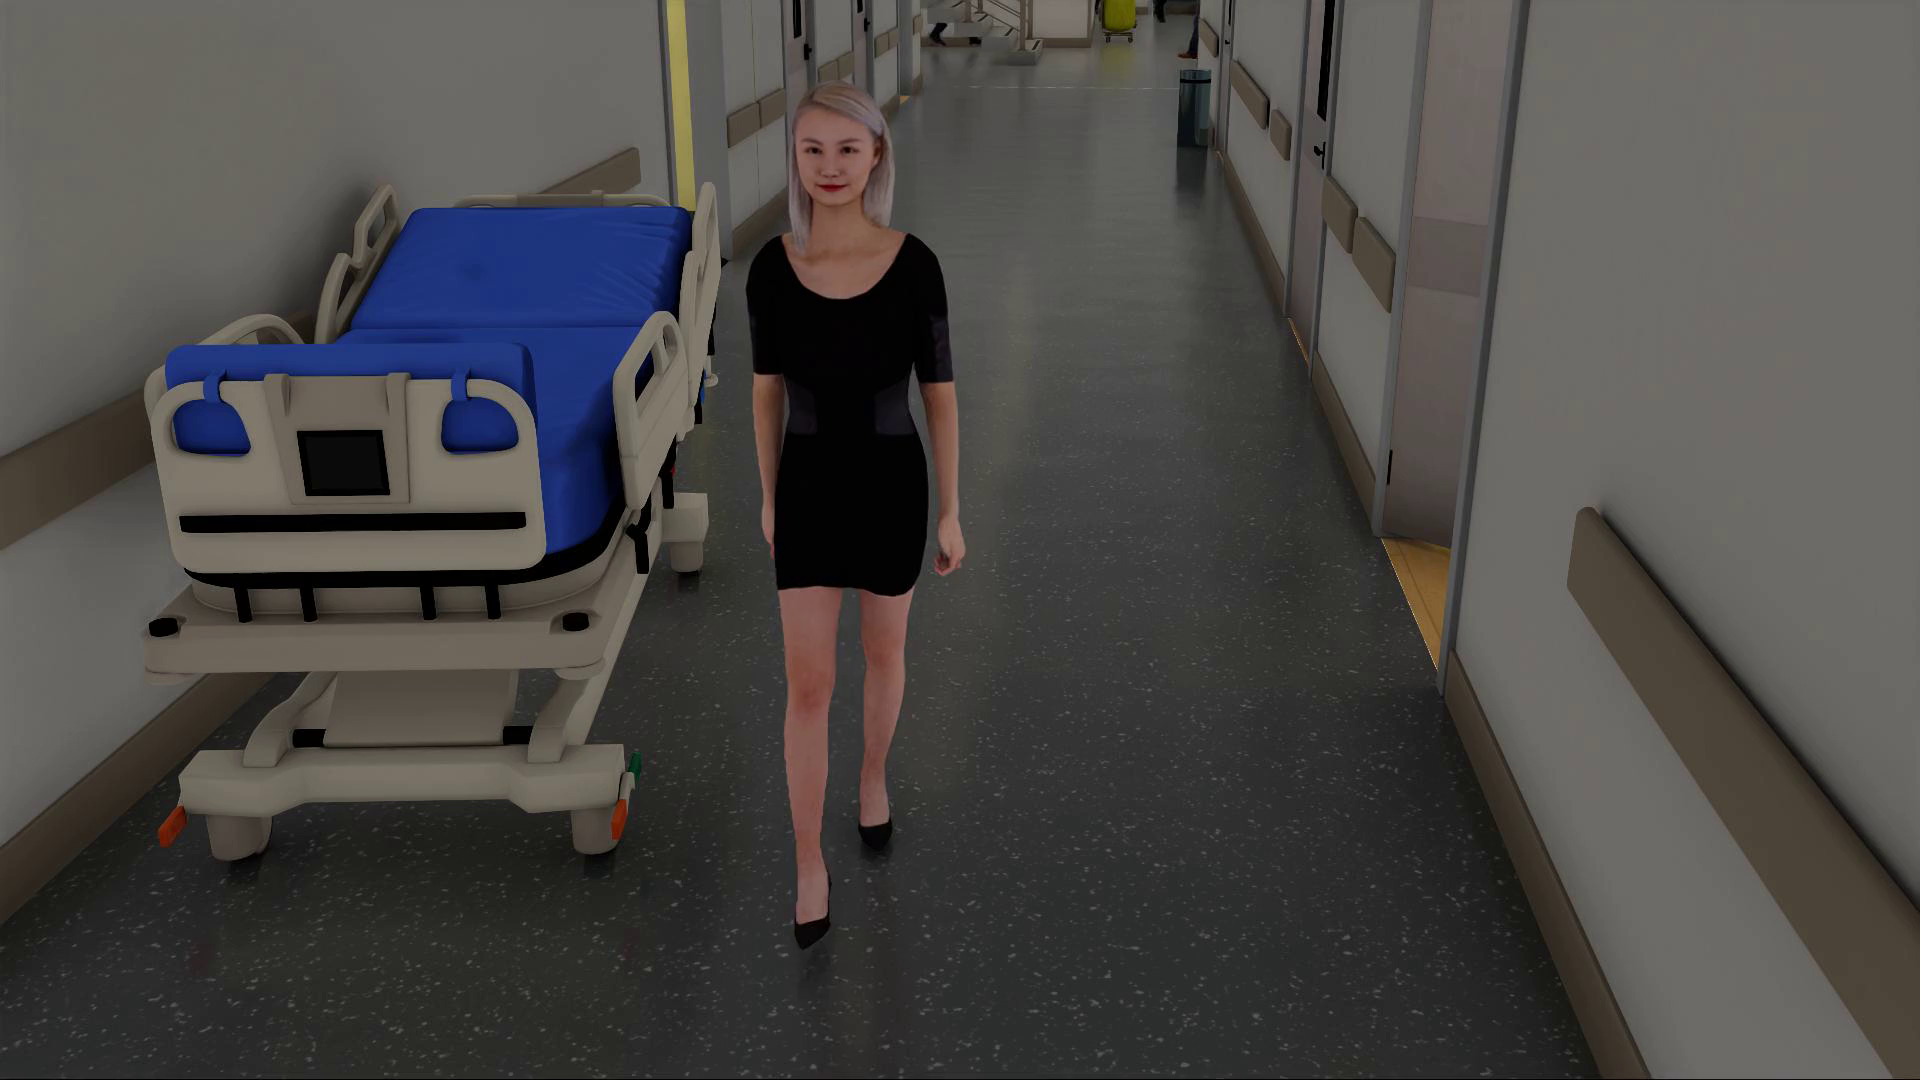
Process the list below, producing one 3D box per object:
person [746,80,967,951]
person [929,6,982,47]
[{"bbox_3d":[-0.231,-0.092,3.753,0.931,1.805,0.761,-2,21,-6],"label":"person"},{"bbox_3d":[-0.108,-8.958,27.157,1.237,1.768,0.786,-1,21,-2],"label":"person"}]
